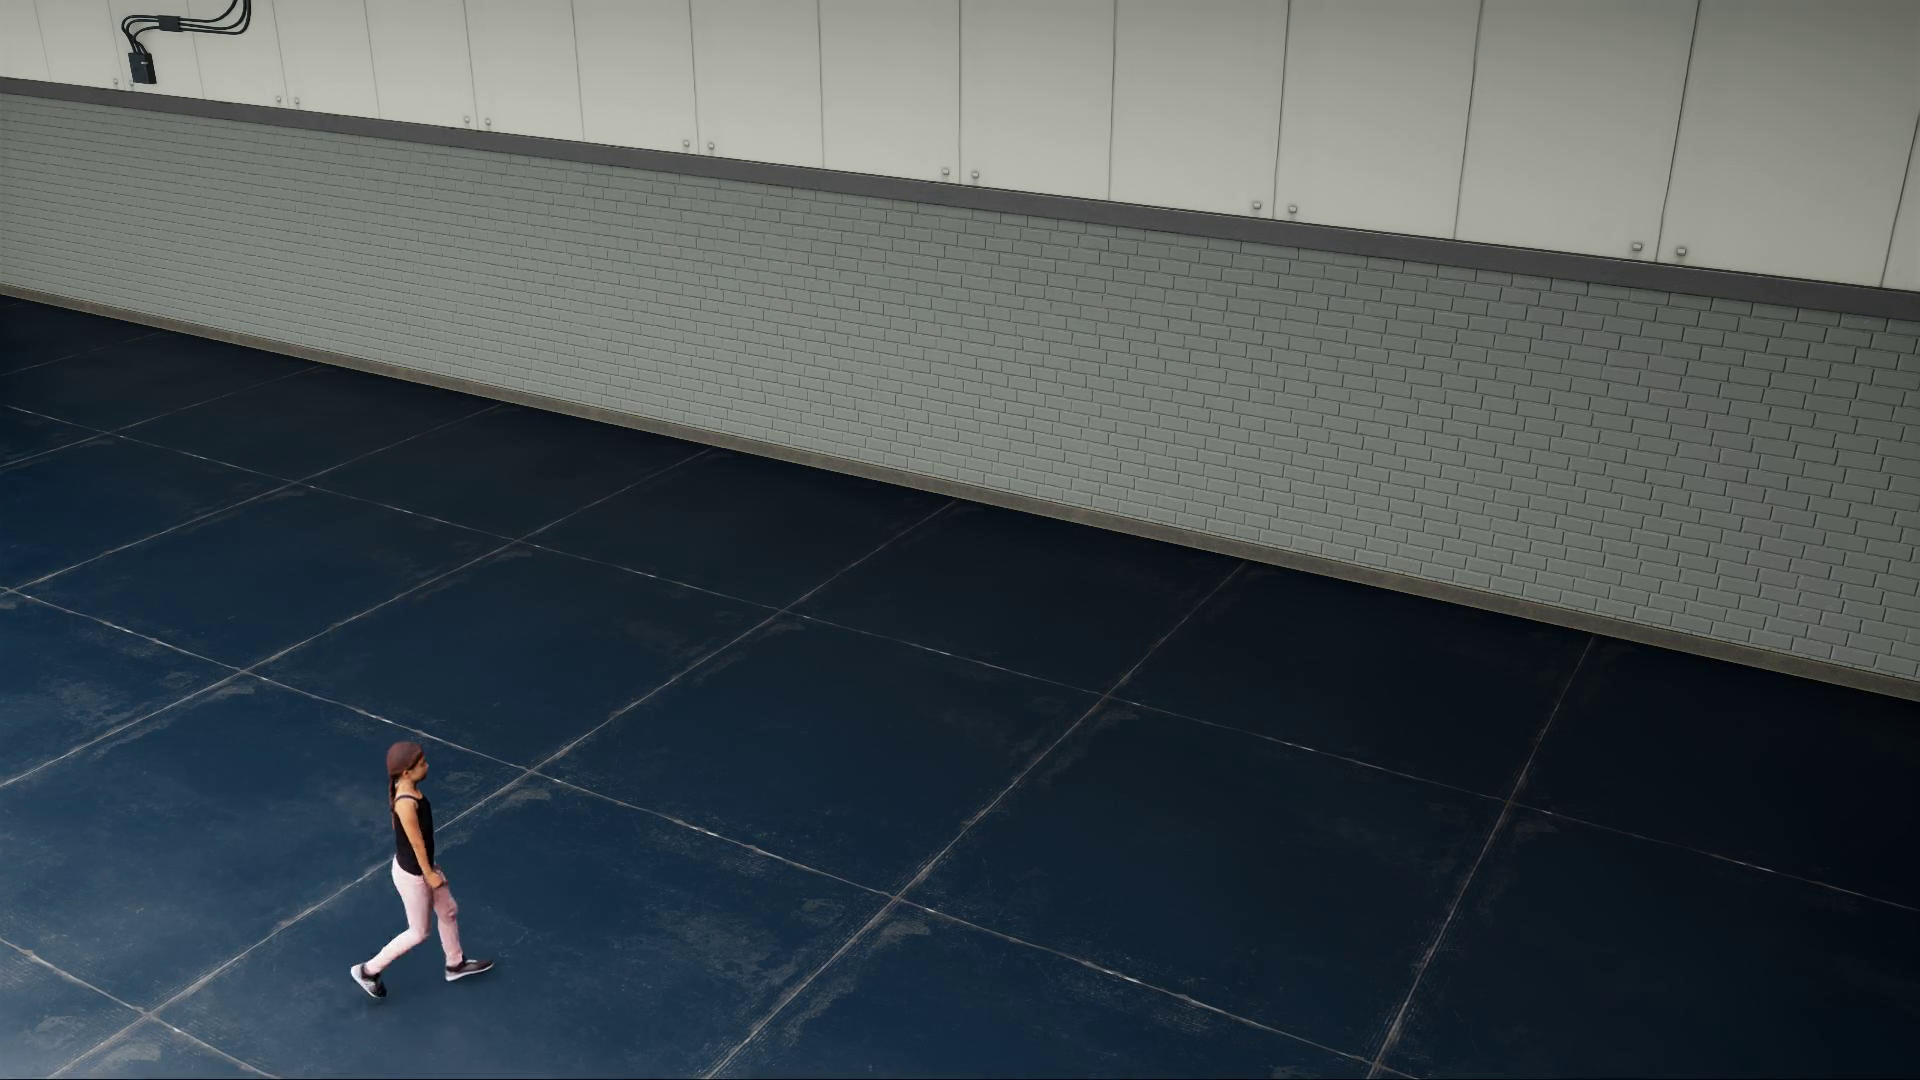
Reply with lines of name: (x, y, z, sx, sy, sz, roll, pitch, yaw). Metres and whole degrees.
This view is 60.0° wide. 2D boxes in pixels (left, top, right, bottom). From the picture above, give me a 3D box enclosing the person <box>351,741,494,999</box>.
person: (-3.038, 1.832, 9.082, 0.971, 1.540, 0.910, -6, 24, -14)
